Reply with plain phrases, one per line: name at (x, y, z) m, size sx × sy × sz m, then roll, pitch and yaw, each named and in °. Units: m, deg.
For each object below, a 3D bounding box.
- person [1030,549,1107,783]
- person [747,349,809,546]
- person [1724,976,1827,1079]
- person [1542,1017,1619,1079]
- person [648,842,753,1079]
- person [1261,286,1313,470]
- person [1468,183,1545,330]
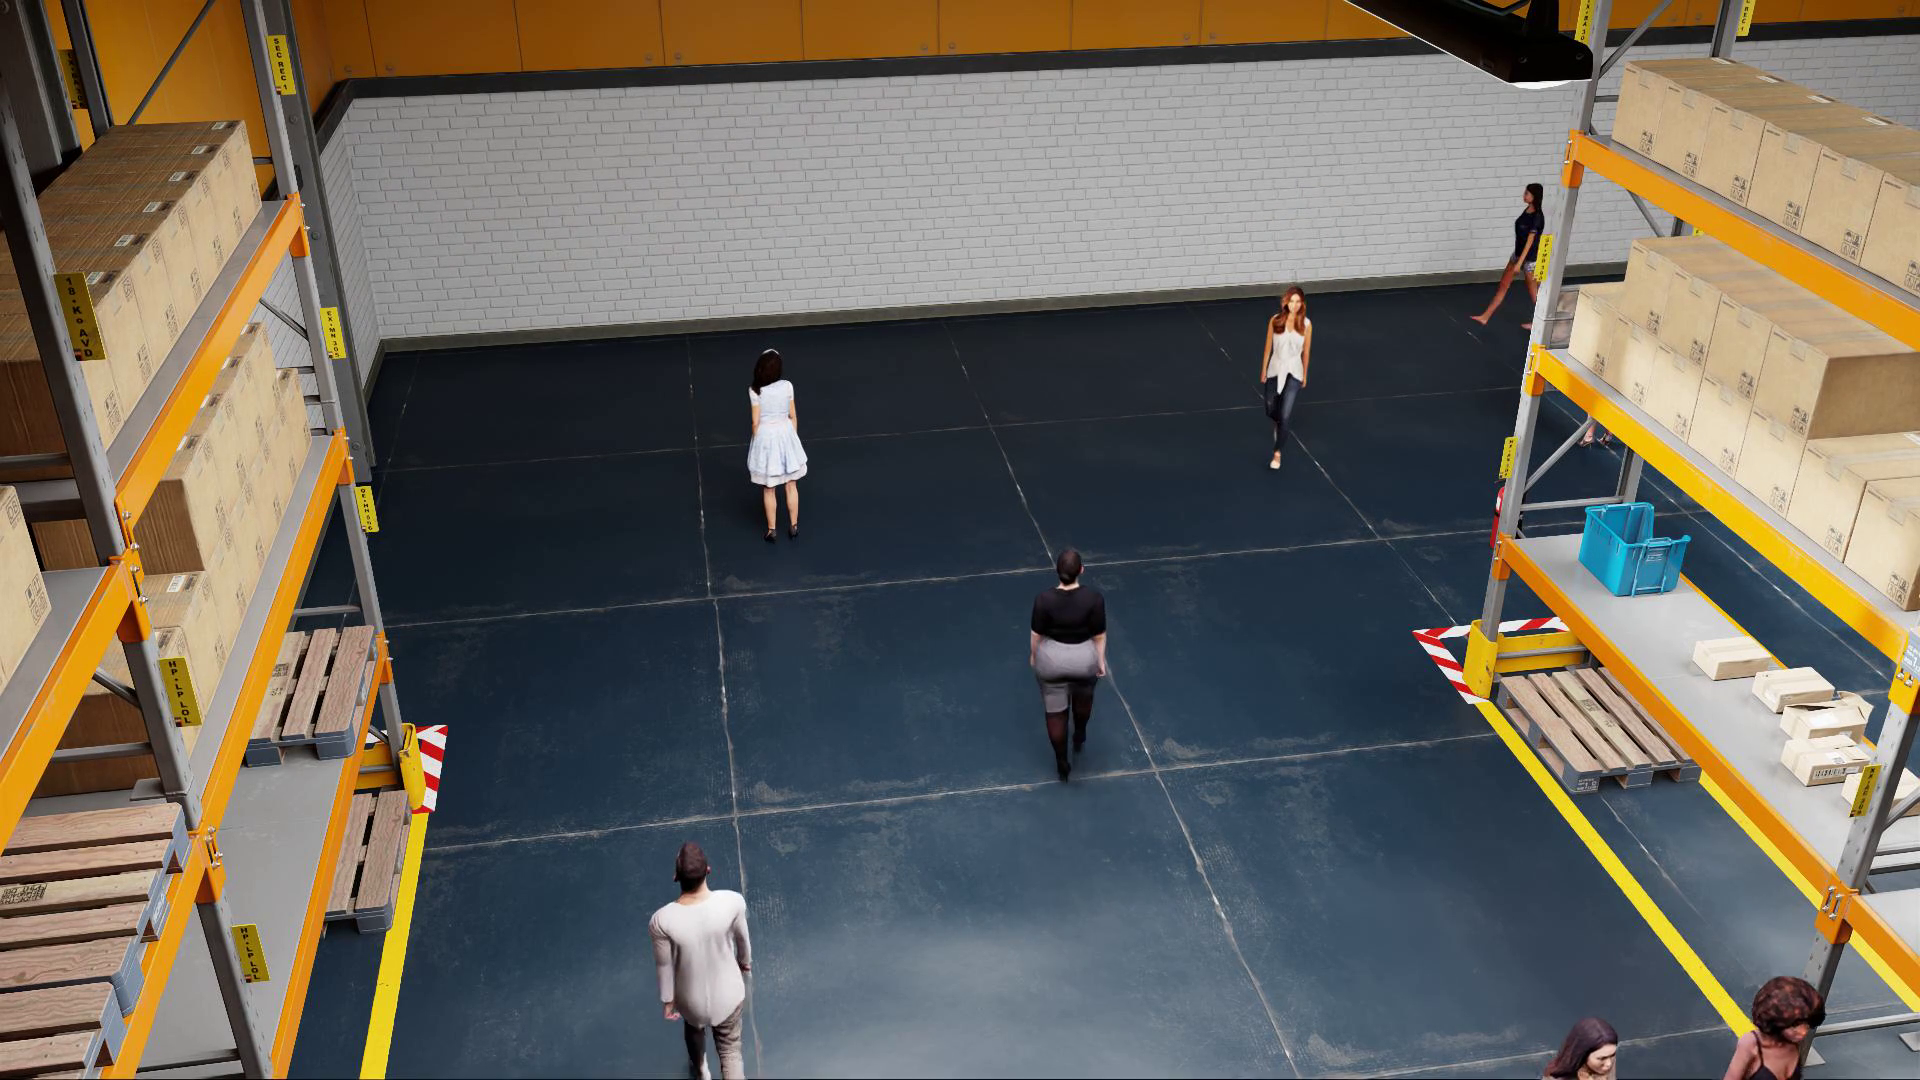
person at (0.755, 0.912, 11.484) m, size 0.762 × 1.734 × 0.872 m, roll 0°, pitch 29°, yaw 0°
person at (-1.610, -0.808, 14.548) m, size 0.735 × 1.819 × 0.762 m, roll -9°, pitch 30°, yaw -16°
person at (3.744, 2.757, 8.060) m, size 0.681 × 1.773 × 0.831 m, roll -13°, pitch 31°, yaw -22°
person at (2.835, 2.890, 7.849) m, size 0.647 × 1.742 × 0.605 m, roll -13°, pitch 31°, yaw -23°
person at (-1.295, 2.392, 8.697) m, size 0.734 × 1.804 × 1.162 m, roll -7°, pitch 29°, yaw -13°
person at (3.134, -1.612, 16.082) m, size 0.889 × 1.762 × 1.101 m, roll 8°, pitch 30°, yaw 14°
person at (6.558, -3.187, 19.016) m, size 0.787 × 1.717 × 1.079 m, roll 0°, pitch 29°, yaw 0°
